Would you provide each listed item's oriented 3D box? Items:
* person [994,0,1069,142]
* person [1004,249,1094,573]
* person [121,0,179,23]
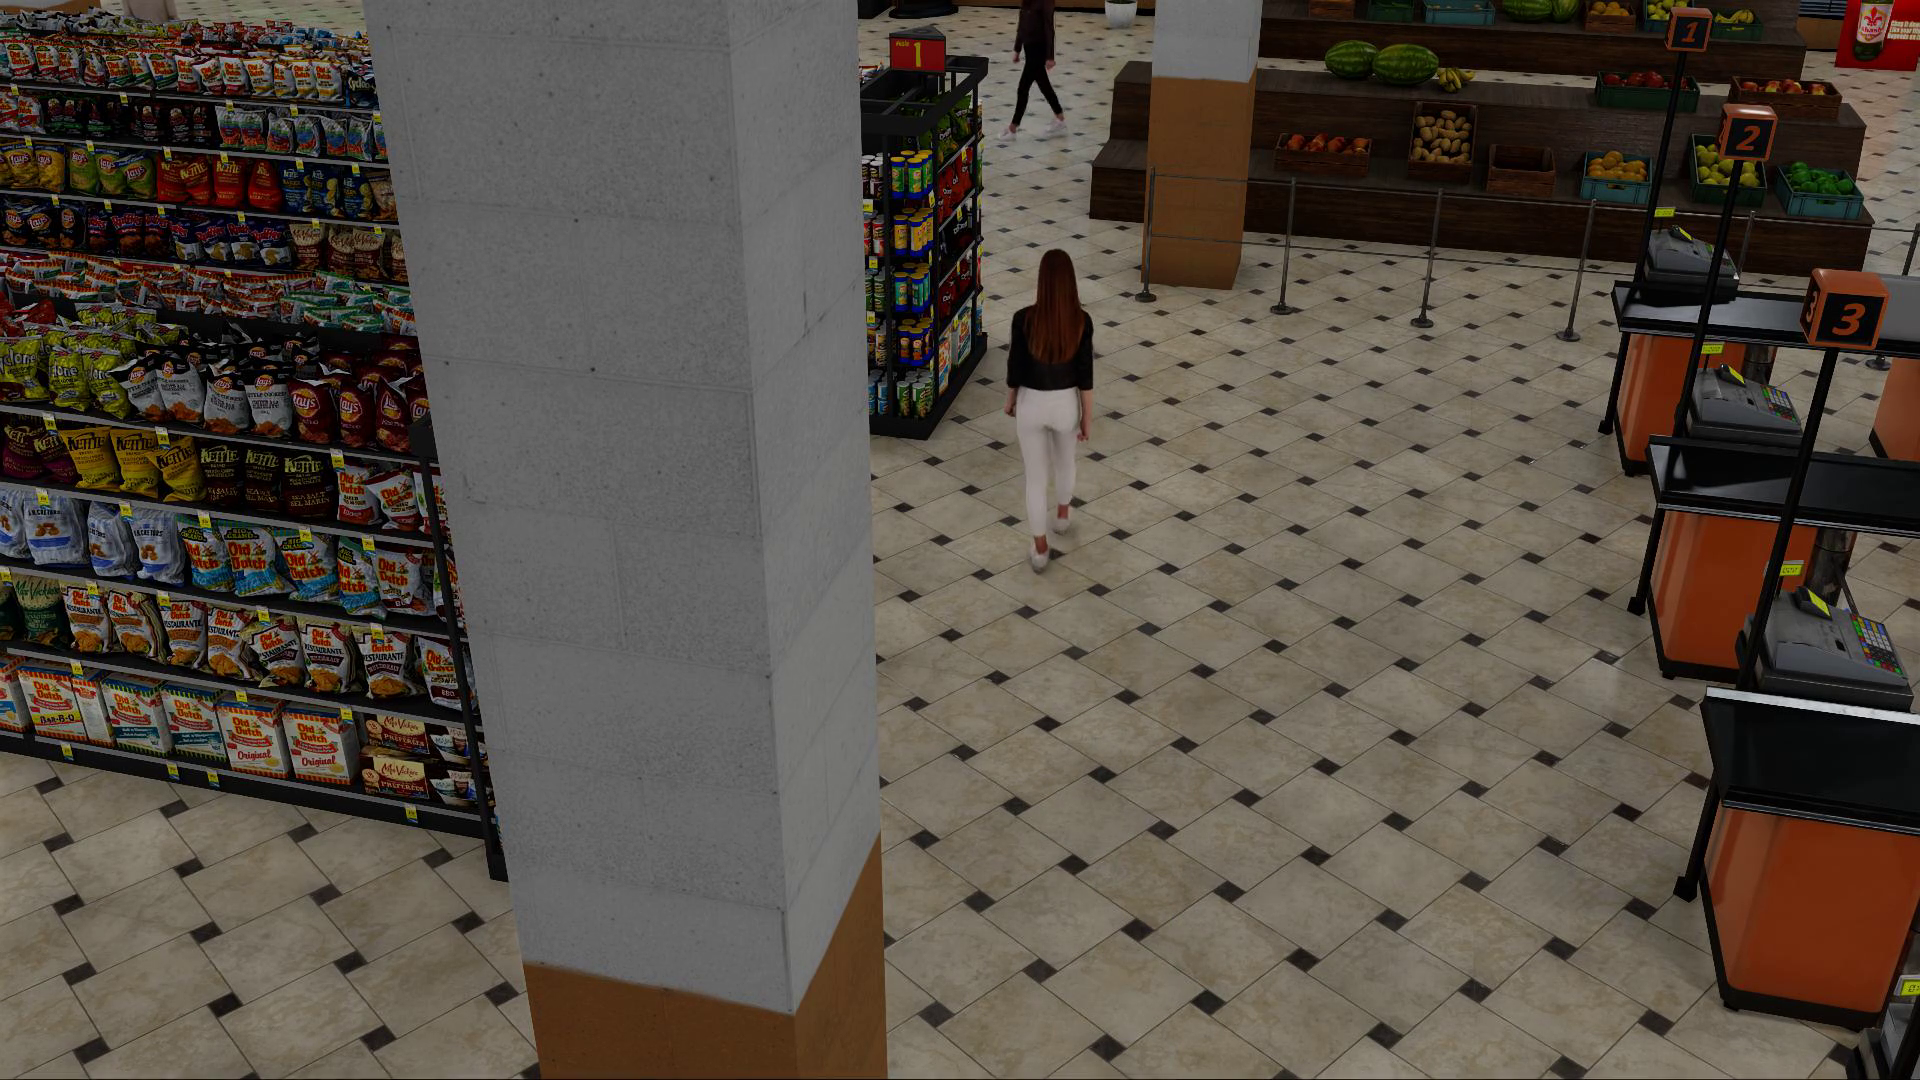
[{"bbox_3d":[0.794,-4.663,15.922,1.147,1.660,1.072,-15,32,-26],"label":"person"},{"bbox_3d":[0.451,-0.620,8.493,0.883,1.681,0.802,-1,29,-2],"label":"person"},{"bbox_3d":[-7.601,-4.678,15.797,0.627,1.806,0.763,-6,29,-11],"label":"person"}]
